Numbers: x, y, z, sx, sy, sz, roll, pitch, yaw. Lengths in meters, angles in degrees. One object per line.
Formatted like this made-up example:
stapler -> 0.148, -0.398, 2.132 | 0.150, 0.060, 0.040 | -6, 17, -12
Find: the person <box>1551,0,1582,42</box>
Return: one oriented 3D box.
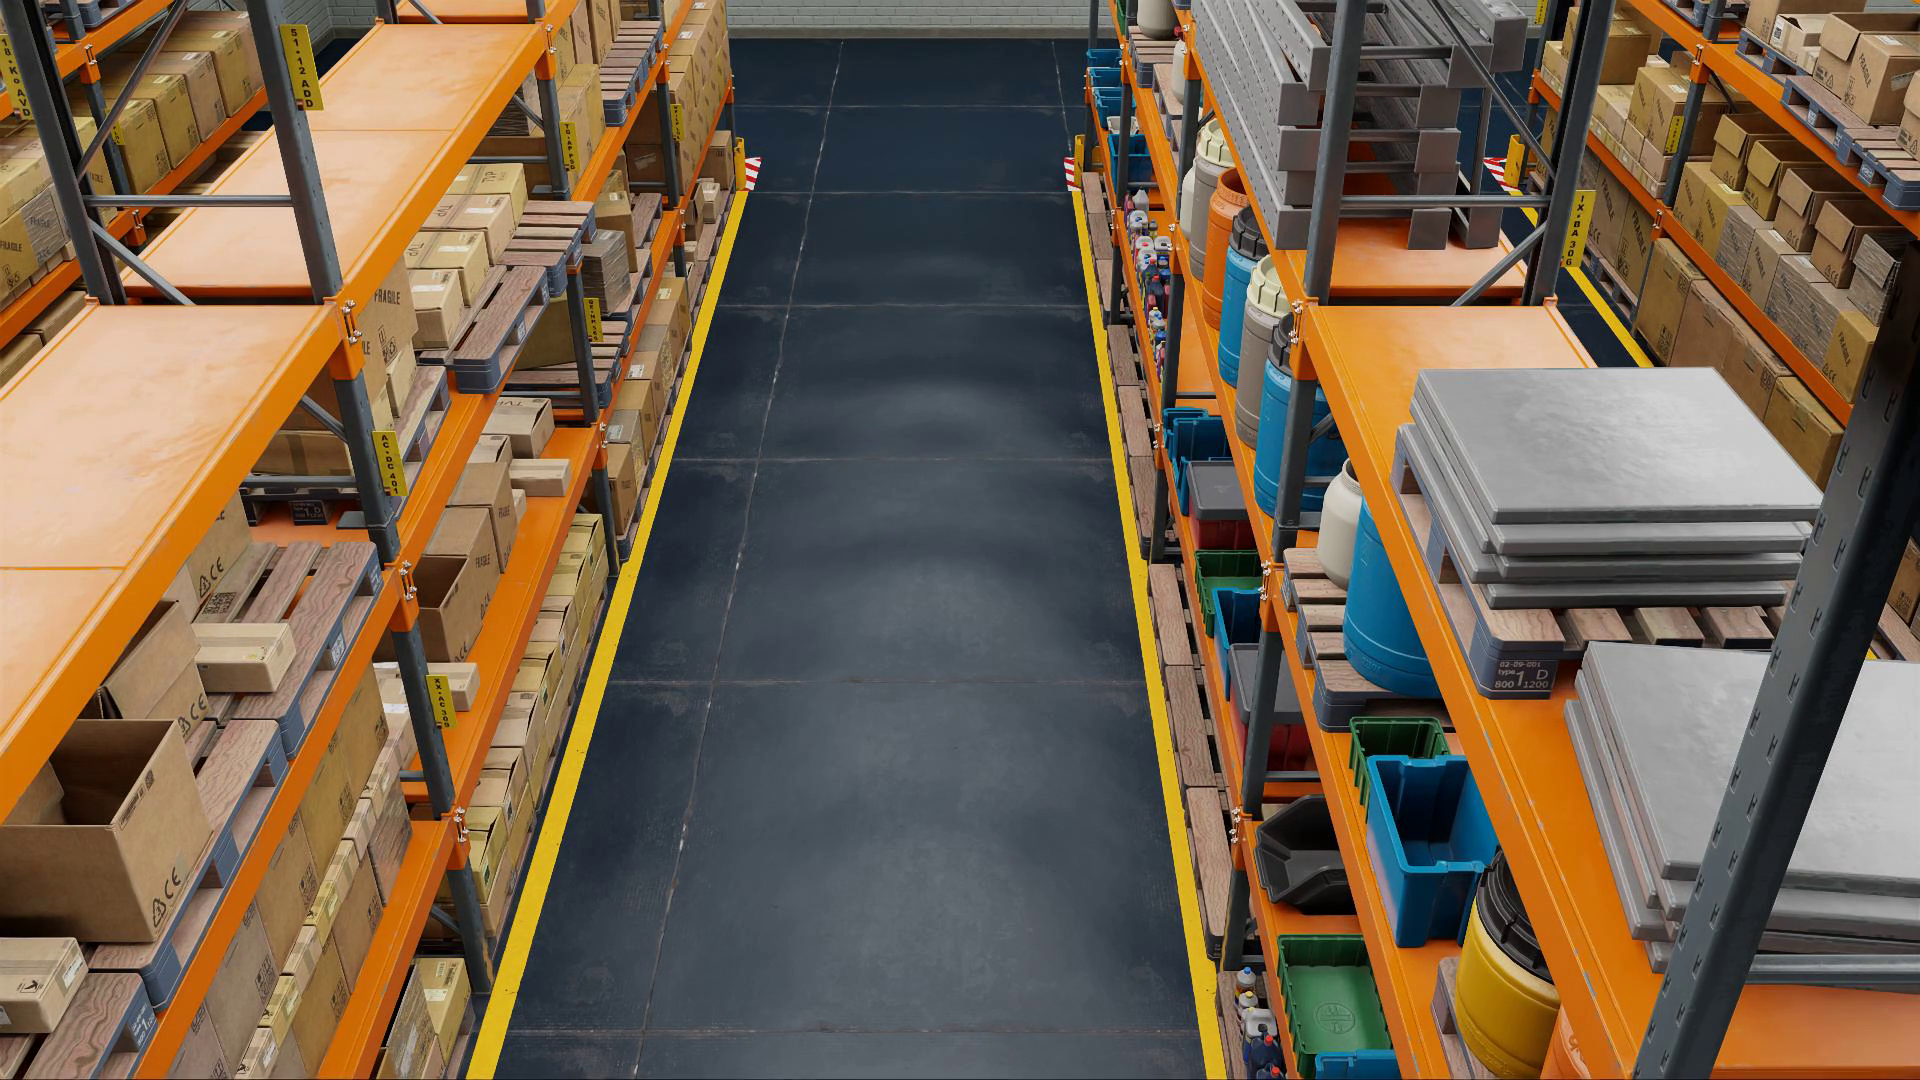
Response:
person -> 7.944, -7.013, 21.860 | 0.817, 1.865, 0.639 | -10, 34, -15
